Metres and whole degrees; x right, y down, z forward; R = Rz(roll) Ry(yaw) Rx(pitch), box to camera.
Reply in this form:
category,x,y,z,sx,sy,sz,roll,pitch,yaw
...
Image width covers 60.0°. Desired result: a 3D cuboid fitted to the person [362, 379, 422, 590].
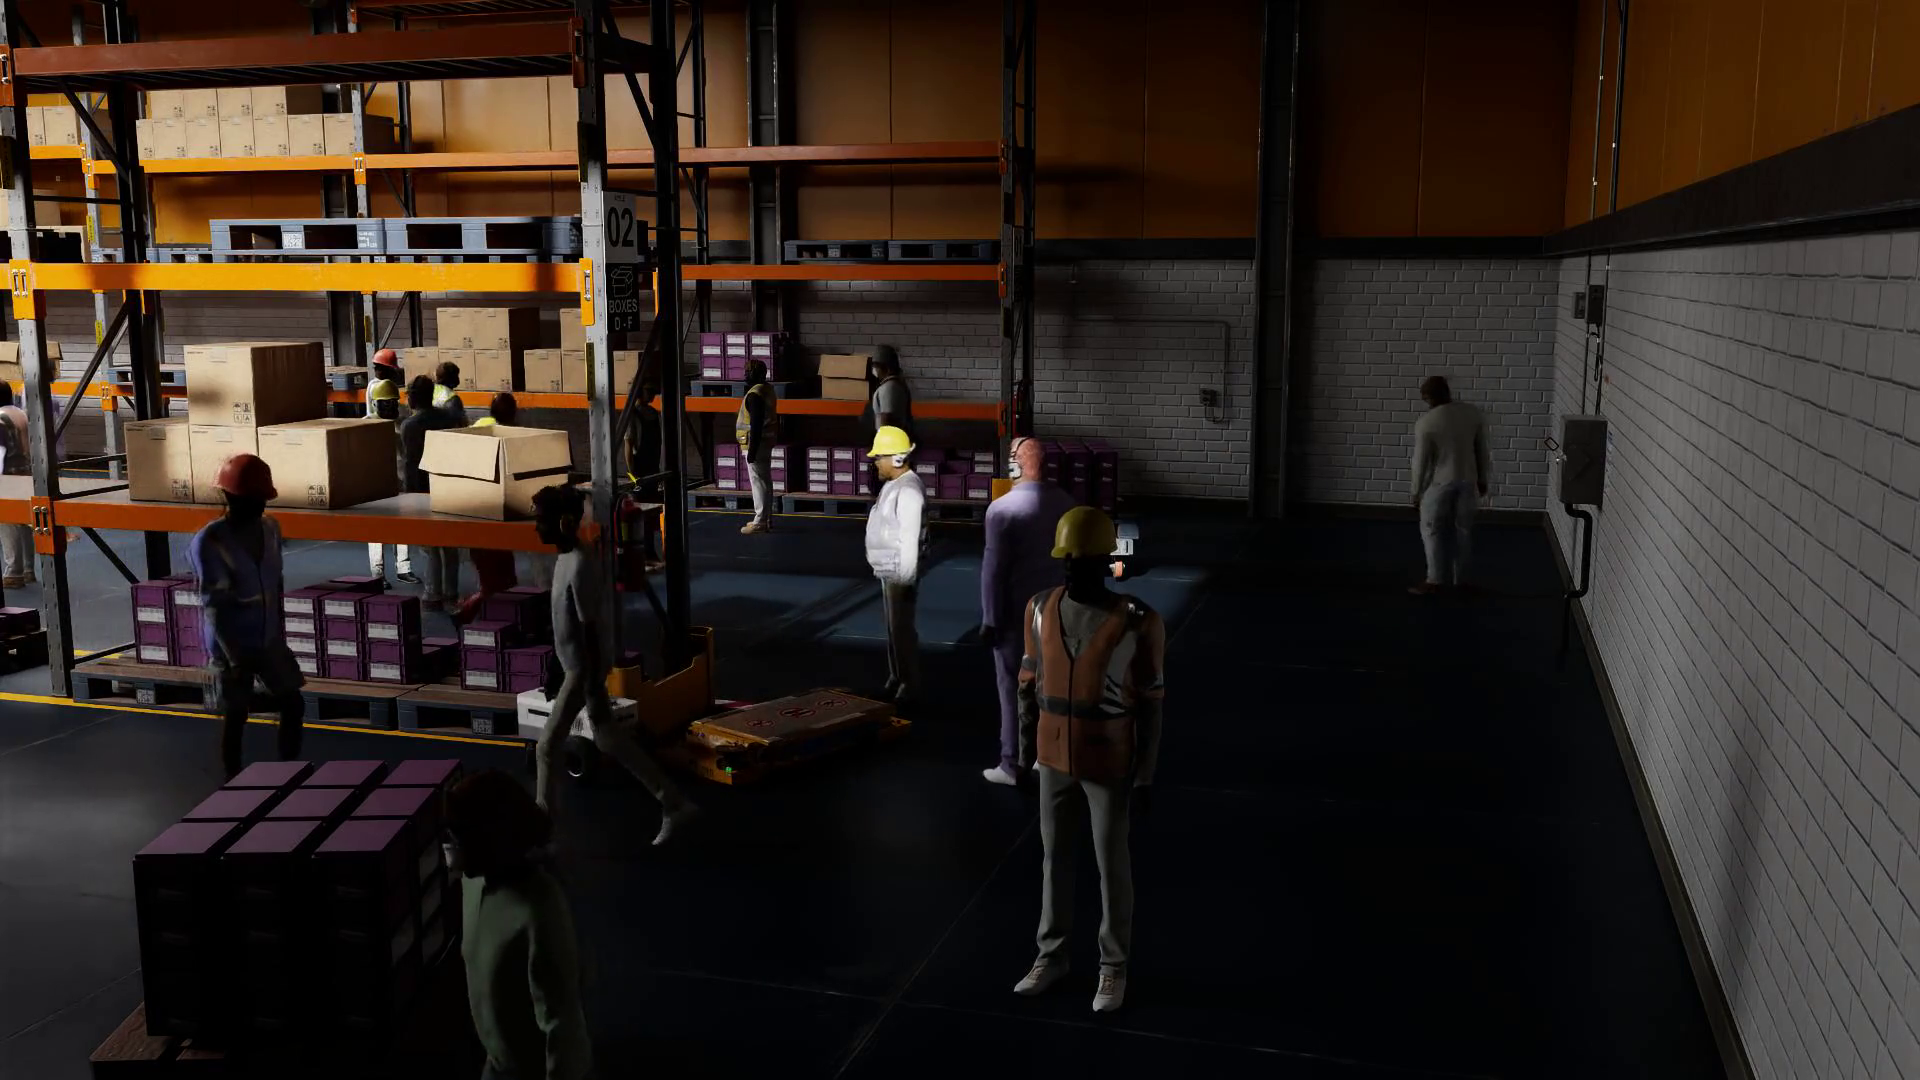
category,x,y,z,sx,sy,sz,roll,pitch,yaw
person,-4.999,-0.491,14.604,0.403,1.833,0.586,7,12,37

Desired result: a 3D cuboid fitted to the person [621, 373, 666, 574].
category,x,y,z,sx,sy,sz,roll,pitch,yaw
person,-2.902,-0.615,15.322,0.345,1.847,0.508,3,10,19

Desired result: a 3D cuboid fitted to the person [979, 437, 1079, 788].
category,x,y,z,sx,sy,sz,roll,pitch,yaw
person,0.372,0.388,9.078,0.643,1.896,0.401,-7,12,-37

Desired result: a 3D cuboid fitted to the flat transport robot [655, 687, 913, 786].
category,x,y,z,sx,sy,sz,roll,pitch,yaw
flat transport robot,-0.991,1.106,9.613,0.652,0.197,1.431,8,12,40

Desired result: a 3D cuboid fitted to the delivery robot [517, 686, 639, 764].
category,x,y,z,sx,sy,sz,roll,pitch,yaw
delivery robot,-2.134,0.974,9.272,0.707,0.478,0.477,6,11,34

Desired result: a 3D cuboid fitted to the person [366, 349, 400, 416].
category,x,y,z,sx,sy,sz,roll,pitch,yaw
person,-6.241,-1.106,18.069,0.391,1.925,0.547,-3,10,-20

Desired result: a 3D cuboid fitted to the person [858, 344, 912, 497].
category,x,y,z,sx,sy,sz,roll,pitch,yaw
person,-0.761,-1.006,17.111,0.564,2.000,0.692,1,9,7

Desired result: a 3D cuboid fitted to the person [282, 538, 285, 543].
category,x,y,z,sx,sy,sz,roll,pitch,yaw
person,-7.159,-0.909,16.827,0.618,1.939,1.032,-6,11,-30

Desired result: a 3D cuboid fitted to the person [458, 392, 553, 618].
category,x,y,z,sx,sy,sz,roll,pitch,yaw
person,-3.563,-0.252,13.171,1.020,1.829,0.588,6,11,30

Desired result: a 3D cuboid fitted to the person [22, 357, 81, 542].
category,x,y,z,sx,sy,sz,roll,pitch,yaw
person,-9.294,-0.916,16.904,0.473,1.924,0.634,-8,12,-41

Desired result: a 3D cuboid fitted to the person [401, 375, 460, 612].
category,x,y,z,sx,sy,sz,roll,pitch,yaw
person,-4.343,-0.382,13.617,0.354,1.938,0.634,3,10,17

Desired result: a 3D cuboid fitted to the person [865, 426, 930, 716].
category,x,y,z,sx,sy,sz,roll,pitch,yaw
person,-0.394,0.189,10.505,0.404,1.821,0.601,-2,10,-12

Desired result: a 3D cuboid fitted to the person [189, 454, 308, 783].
category,x,y,z,sx,sy,sz,roll,pitch,yaw
person,-3.502,0.513,8.267,0.683,1.901,0.574,5,10,26

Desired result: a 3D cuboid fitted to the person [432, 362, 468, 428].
category,x,y,z,sx,sy,sz,roll,pitch,yaw
person,-5.281,-0.963,17.535,0.882,1.809,0.659,-8,12,-39

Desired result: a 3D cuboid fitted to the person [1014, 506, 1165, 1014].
category,x,y,z,sx,sy,sz,roll,pitch,yaw
person,0.475,0.823,6.301,0.585,1.929,0.370,5,11,28

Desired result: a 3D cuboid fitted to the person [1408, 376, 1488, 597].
category,x,y,z,sx,sy,sz,roll,pitch,yaw
person,4.193,-0.452,14.216,0.714,1.894,0.363,-2,10,-12

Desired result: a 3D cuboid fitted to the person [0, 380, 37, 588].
category,x,y,z,sx,sy,sz,roll,pitch,yaw
person,-8.399,-0.499,14.621,0.429,1.842,0.637,-1,9,-8

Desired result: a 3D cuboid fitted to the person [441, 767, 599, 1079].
category,x,y,z,sx,sy,sz,roll,pitch,yaw
person,-1.050,1.347,4.215,0.873,1.587,0.582,-9,13,-44

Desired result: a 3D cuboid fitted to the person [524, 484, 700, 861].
category,x,y,z,sx,sy,sz,roll,pitch,yaw
person,-1.723,0.626,7.853,0.946,1.825,0.526,-2,9,-10

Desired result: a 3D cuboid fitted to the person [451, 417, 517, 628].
category,x,y,z,sx,sy,sz,roll,pitch,yaw
person,-3.429,-0.015,11.923,0.522,1.755,0.533,2,10,15

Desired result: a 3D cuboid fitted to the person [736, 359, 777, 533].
category,x,y,z,sx,sy,sz,roll,pitch,yaw
person,-2.154,-0.992,17.627,0.429,1.842,0.633,1,9,5
